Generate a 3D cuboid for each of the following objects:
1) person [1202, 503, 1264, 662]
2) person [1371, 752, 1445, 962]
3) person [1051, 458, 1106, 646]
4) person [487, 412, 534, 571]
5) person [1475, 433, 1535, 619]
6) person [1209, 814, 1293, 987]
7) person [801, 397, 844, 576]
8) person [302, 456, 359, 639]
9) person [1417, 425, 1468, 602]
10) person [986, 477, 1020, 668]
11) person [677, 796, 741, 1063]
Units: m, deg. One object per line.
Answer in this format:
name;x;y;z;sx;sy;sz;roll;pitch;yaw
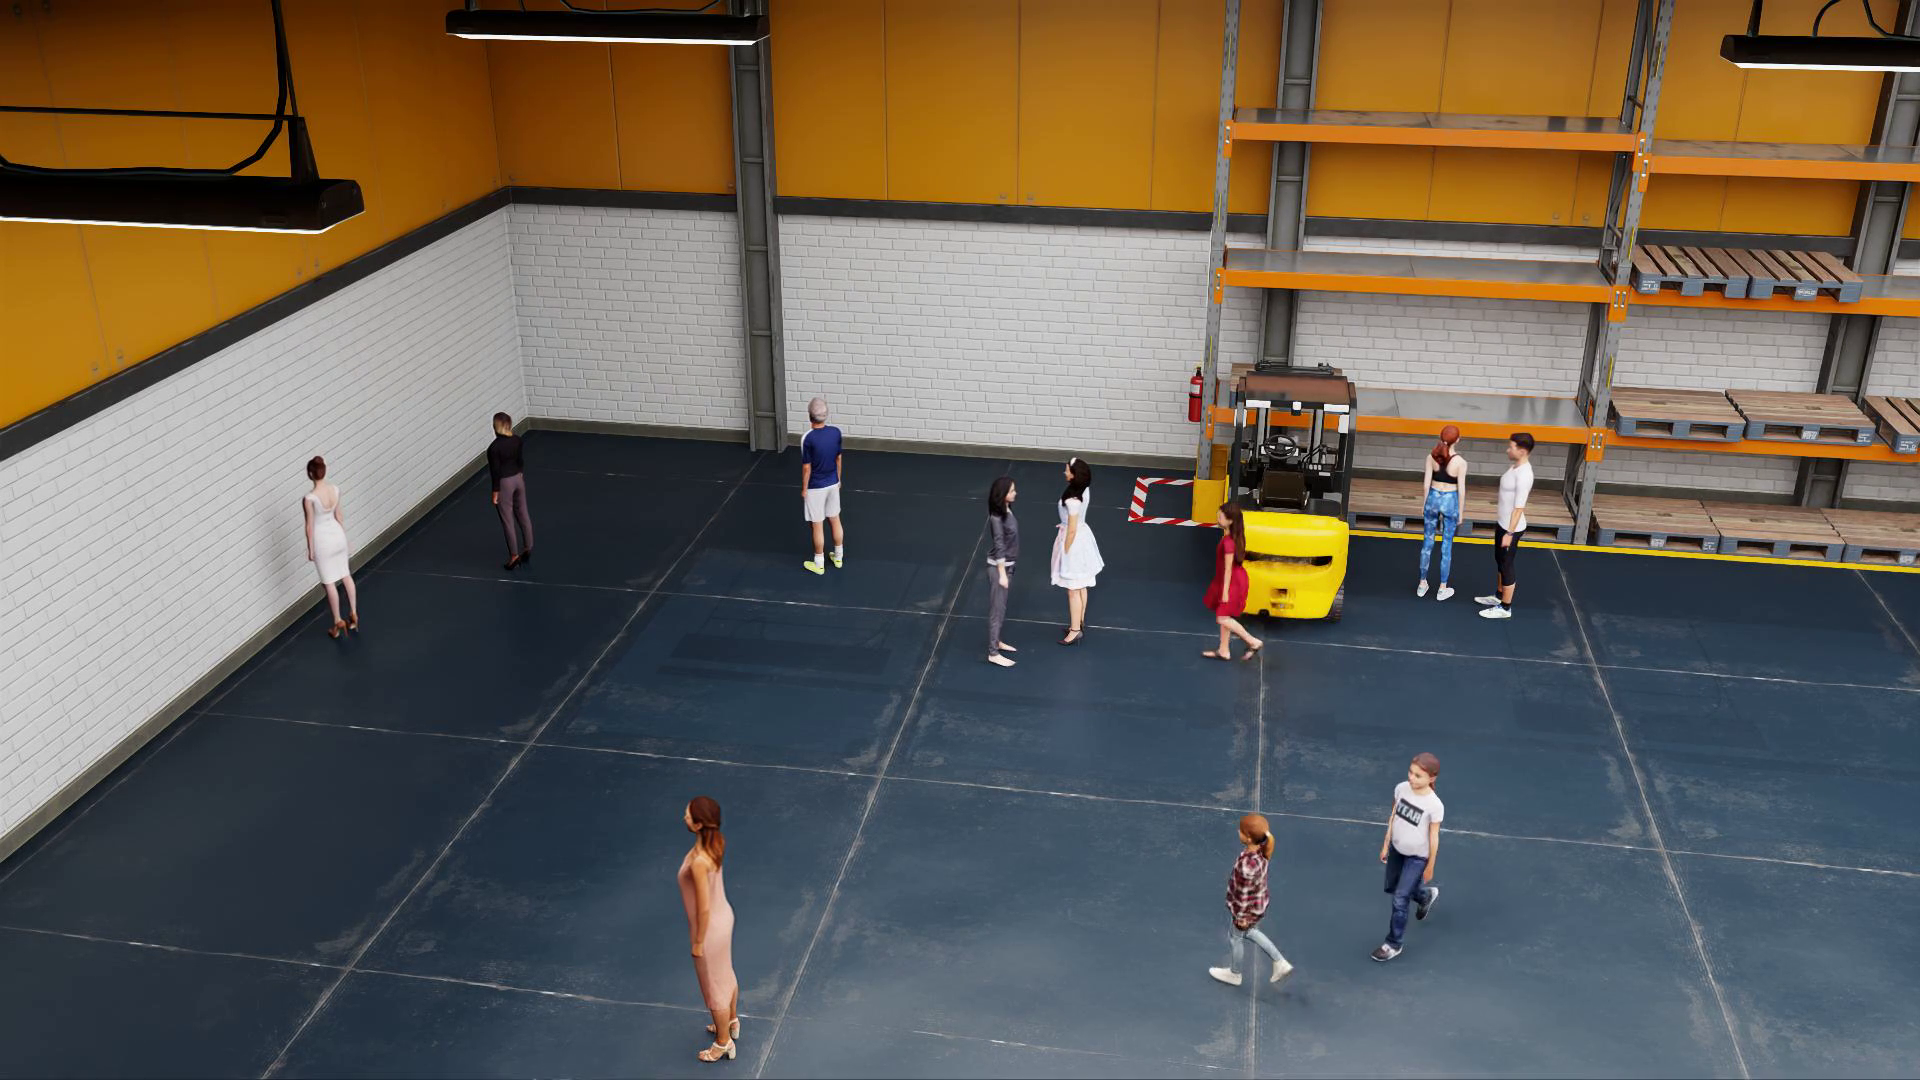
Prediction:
person;2.502;0.401;14.946;0.819;1.537;0.594;7;25;15
person;3.053;2.063;11.127;0.944;1.551;0.883;-16;28;-32
person;1.055;0.104;15.275;0.753;1.818;0.729;7;25;16
person;-4.554;-0.502;16.844;0.635;1.672;0.660;13;27;27
person;5.241;-0.158;15.827;0.547;1.855;0.654;4;24;9
person;1.924;2.365;10.756;0.831;1.294;0.668;12;26;26
person;-1.390;-0.559;16.766;0.720;1.838;0.762;-19;30;-36
person;-5.838;0.059;15.408;0.586;1.793;0.614;12;26;26
person;4.687;-0.275;16.183;0.631;1.785;0.715;14;27;28
person;0.366;0.255;14.996;0.516;1.765;0.599;3;24;7
person;-1.508;2.355;10.110;0.514;1.831;0.604;3;24;6
